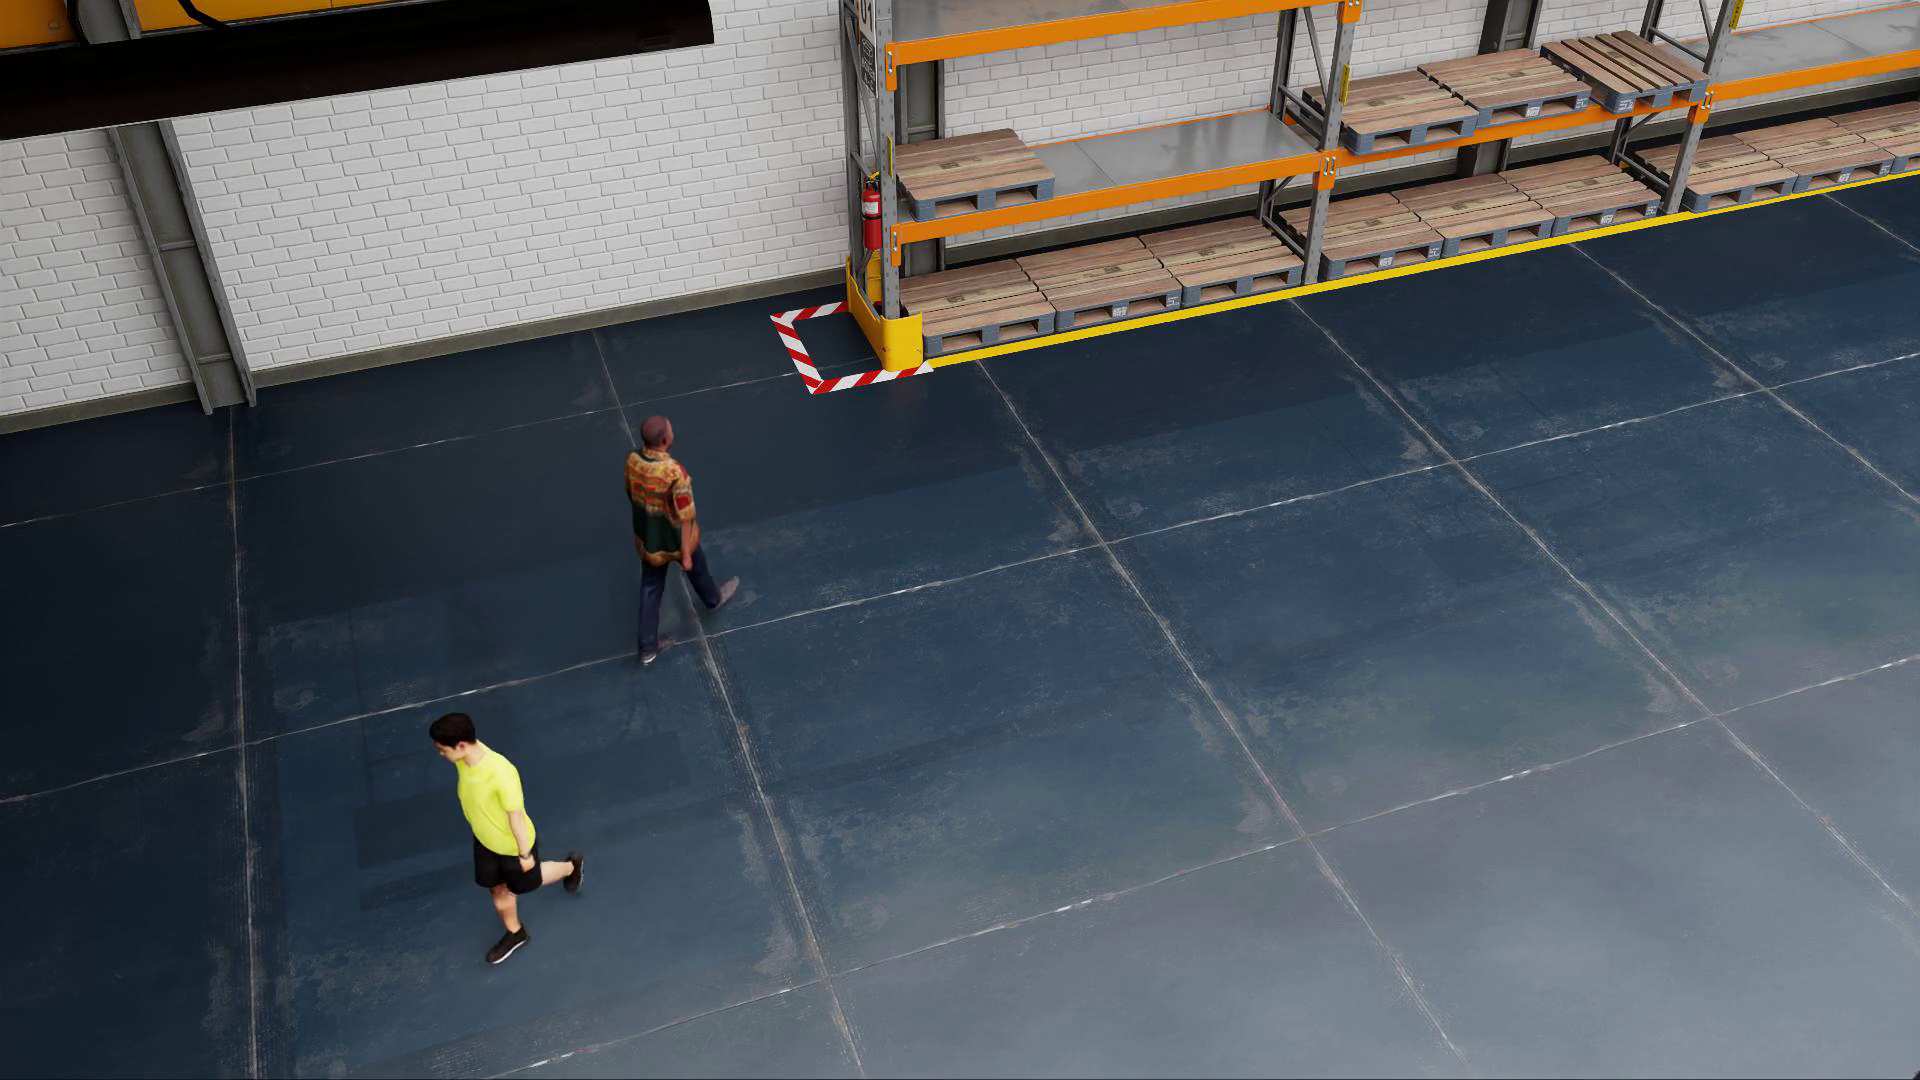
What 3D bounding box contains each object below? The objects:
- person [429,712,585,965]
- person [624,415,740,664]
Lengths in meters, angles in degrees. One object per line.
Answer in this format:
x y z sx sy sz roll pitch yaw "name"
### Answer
-2.416 1.529 8.992 1.000 1.667 1.105 20 43 23 "person"
-1.968 0.036 10.790 1.136 1.756 1.266 21 43 25 "person"
